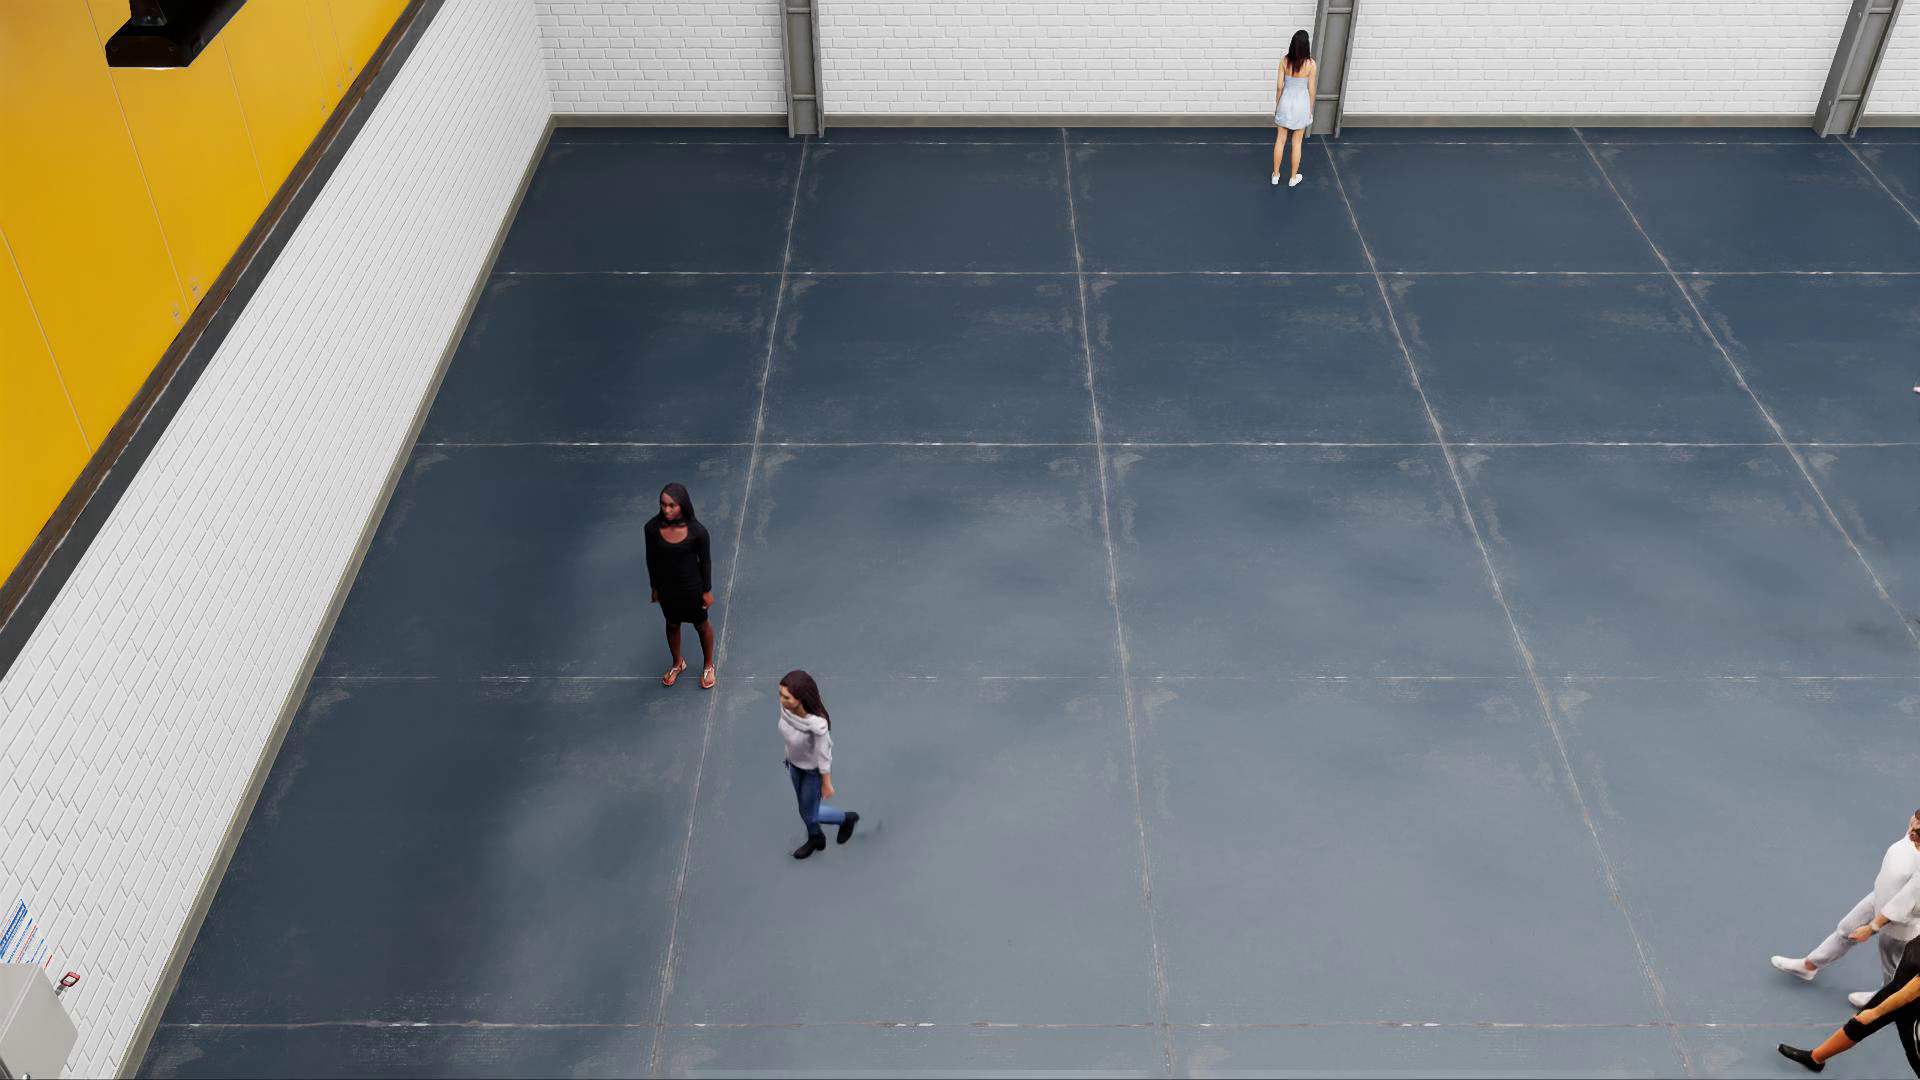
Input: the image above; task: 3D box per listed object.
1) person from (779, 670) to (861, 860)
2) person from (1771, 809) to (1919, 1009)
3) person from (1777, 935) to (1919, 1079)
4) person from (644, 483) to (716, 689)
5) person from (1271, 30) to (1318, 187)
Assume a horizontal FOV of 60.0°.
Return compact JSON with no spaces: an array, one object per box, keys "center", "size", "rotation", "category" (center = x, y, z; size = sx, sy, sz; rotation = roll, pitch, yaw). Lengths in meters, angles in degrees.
[{"center":[-0.873,1.385,10.434],"size":[0.848,1.619,0.789],"rotation":[-22,43,-25],"category":"person"},{"center":[5.420,2.129,9.474],"size":[0.964,1.656,0.699],"rotation":[6,39,7],"category":"person"},{"center":[5.224,2.561,8.958],"size":[1.199,1.625,0.912],"rotation":[16,41,19],"category":"person"},{"center":[-1.951,0.323,11.684],"size":[0.491,1.719,0.700],"rotation":[5,39,6],"category":"person"},{"center":[3.586,-4.653,17.906],"size":[0.578,1.730,0.713],"rotation":[12,40,15],"category":"person"}]
